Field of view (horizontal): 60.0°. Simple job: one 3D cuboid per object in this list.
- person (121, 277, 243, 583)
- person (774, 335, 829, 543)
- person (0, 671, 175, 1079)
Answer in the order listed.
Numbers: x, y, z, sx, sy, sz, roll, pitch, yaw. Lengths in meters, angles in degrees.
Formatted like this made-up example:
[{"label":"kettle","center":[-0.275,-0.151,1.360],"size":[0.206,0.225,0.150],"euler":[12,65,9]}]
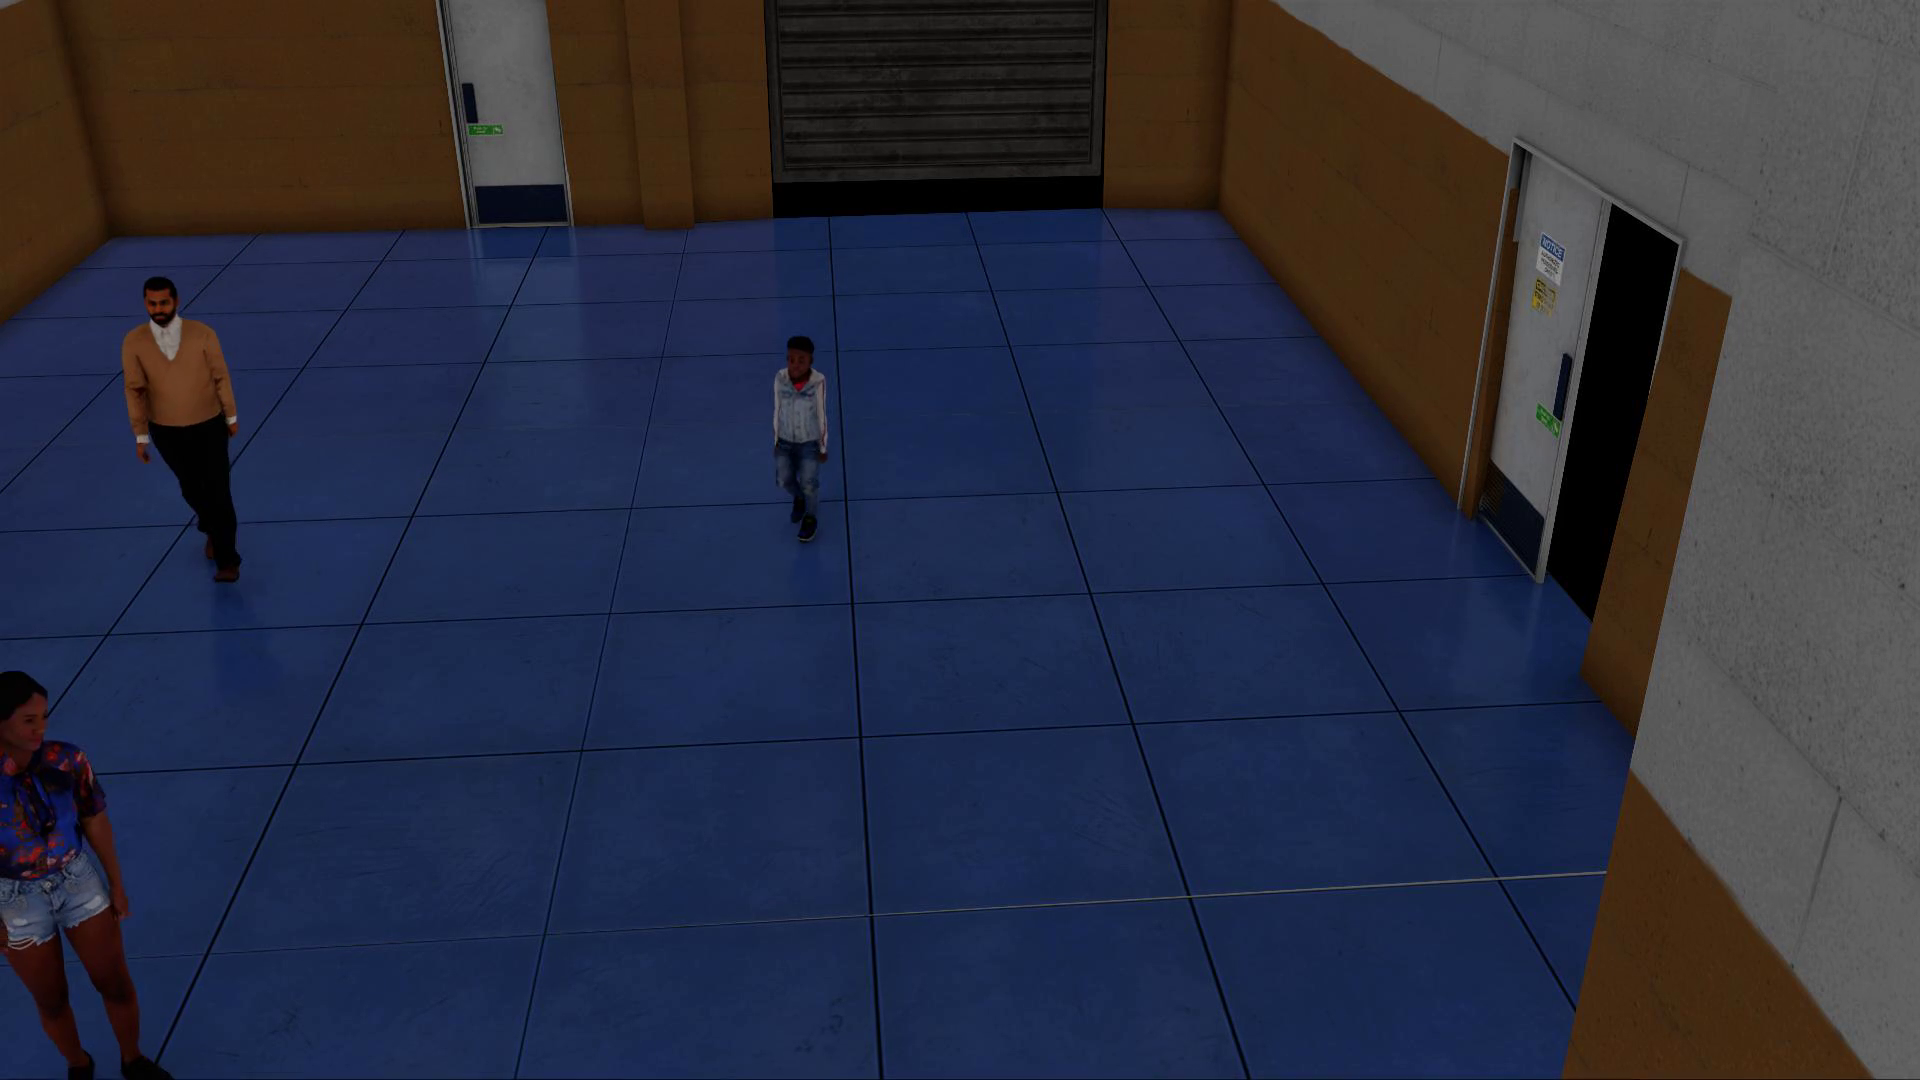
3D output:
[{"label":"person","center":[-4.301,-0.647,9.298],"size":[1.092,1.714,0.846],"euler":[-6,28,-12]},{"label":"person","center":[-0.919,-0.630,9.782],"size":[0.589,1.253,0.635],"euler":[7,28,13]},{"label":"person","center":[-3.049,1.220,5.581],"size":[0.690,1.753,0.775],"euler":[-13,30,-24]}]
